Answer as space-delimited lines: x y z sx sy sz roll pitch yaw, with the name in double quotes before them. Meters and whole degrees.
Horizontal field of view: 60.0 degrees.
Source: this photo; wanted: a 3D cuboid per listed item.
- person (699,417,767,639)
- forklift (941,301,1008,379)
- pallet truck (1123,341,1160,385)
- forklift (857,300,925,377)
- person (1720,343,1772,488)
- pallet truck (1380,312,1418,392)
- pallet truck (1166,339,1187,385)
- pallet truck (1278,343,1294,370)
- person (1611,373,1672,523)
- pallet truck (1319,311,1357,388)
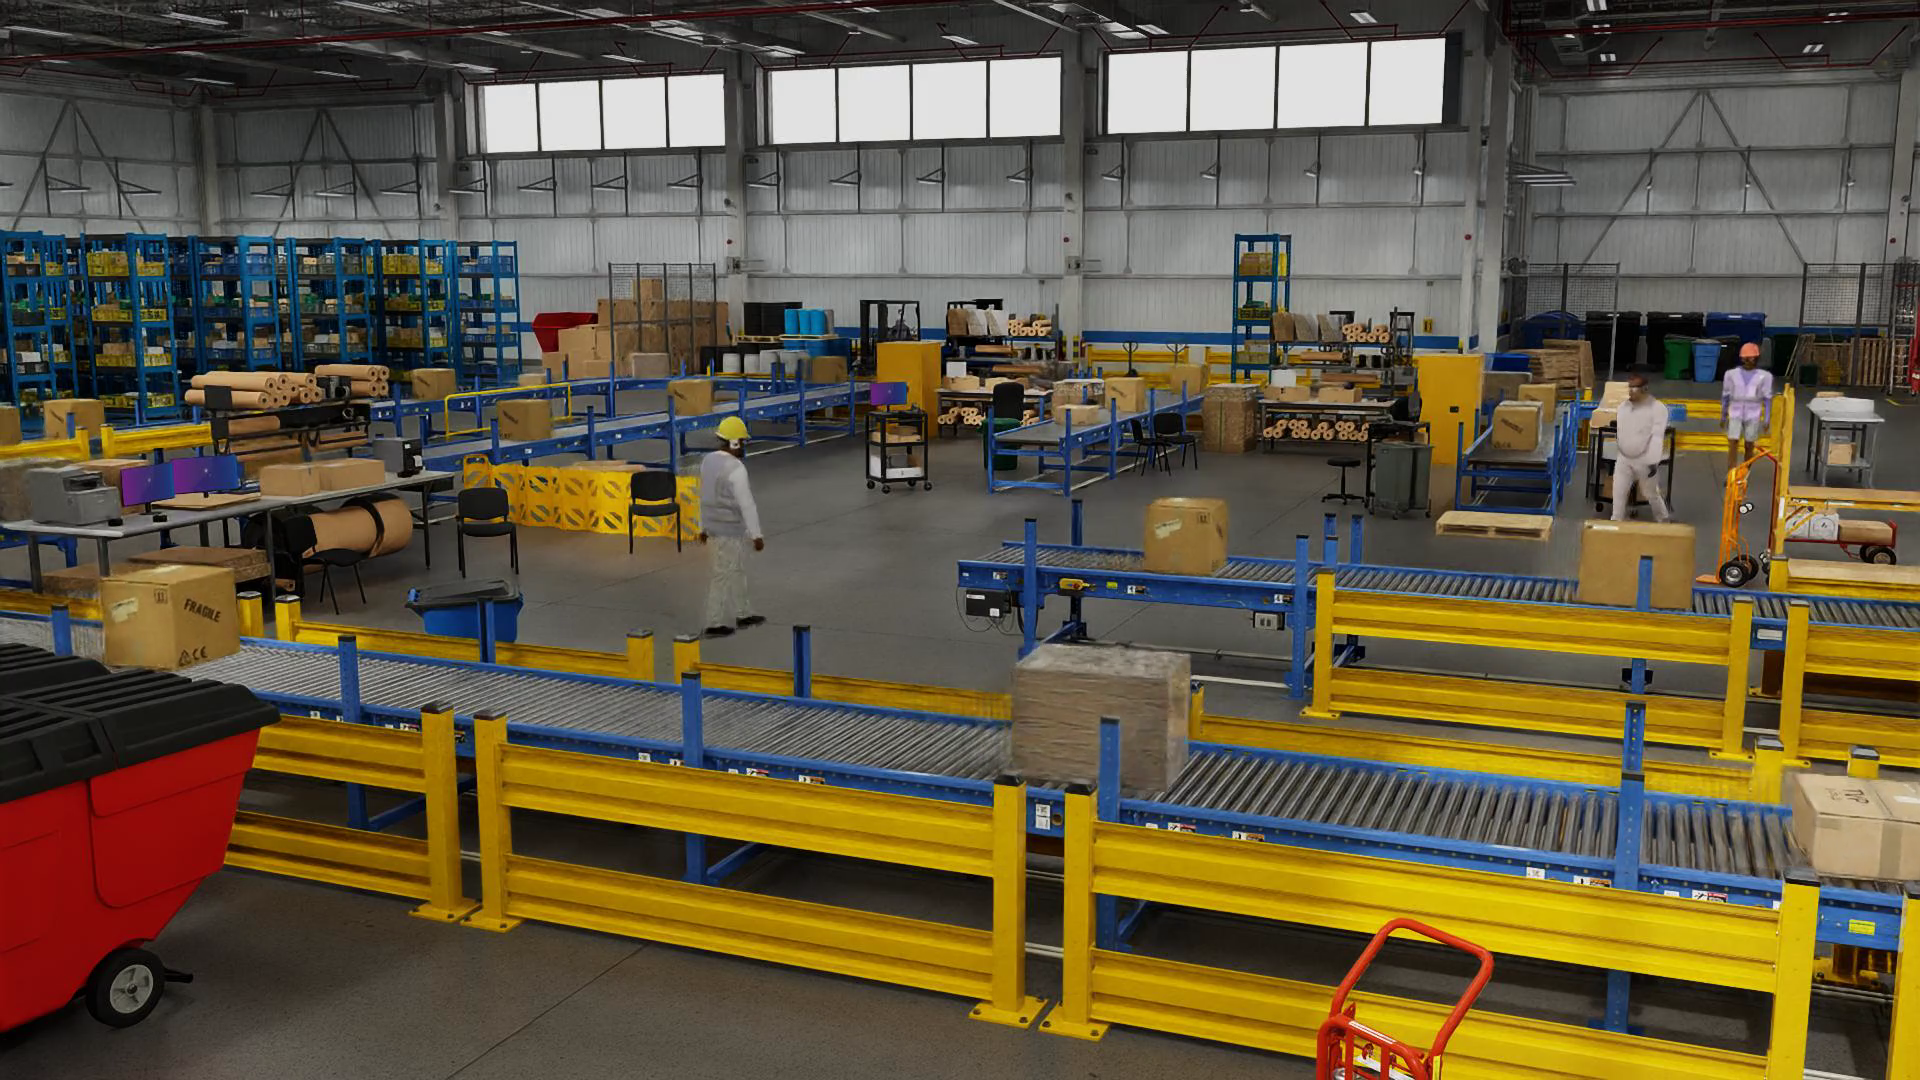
"person" -1.809 -0.105 13.621 0.771 1.802 0.621 -7 12 -35
"forklift" 0.365 -4.966 41.571 1.157 1.987 2.680 3 10 20
"pallet truck" 4.445 -4.380 41.279 0.680 1.201 1.601 4 10 22
"forklift" -1.732 -5.109 42.468 1.157 1.987 2.680 4 10 22
"person" 10.604 -1.658 22.472 0.631 1.985 1.068 6 11 31
"pallet truck" 10.207 -4.283 38.369 0.823 1.965 1.885 3 10 20
"pallet truck" 5.418 -4.269 40.420 0.704 1.261 1.522 3 10 20
"pallet truck" 7.886 -4.163 39.743 0.653 1.274 1.630 4 10 22
"person" 7.500 -0.902 18.281 0.889 1.872 0.640 -7 12 -36
"pallet truck" 9.071 -4.419 39.190 0.823 1.965 1.885 5 10 26
